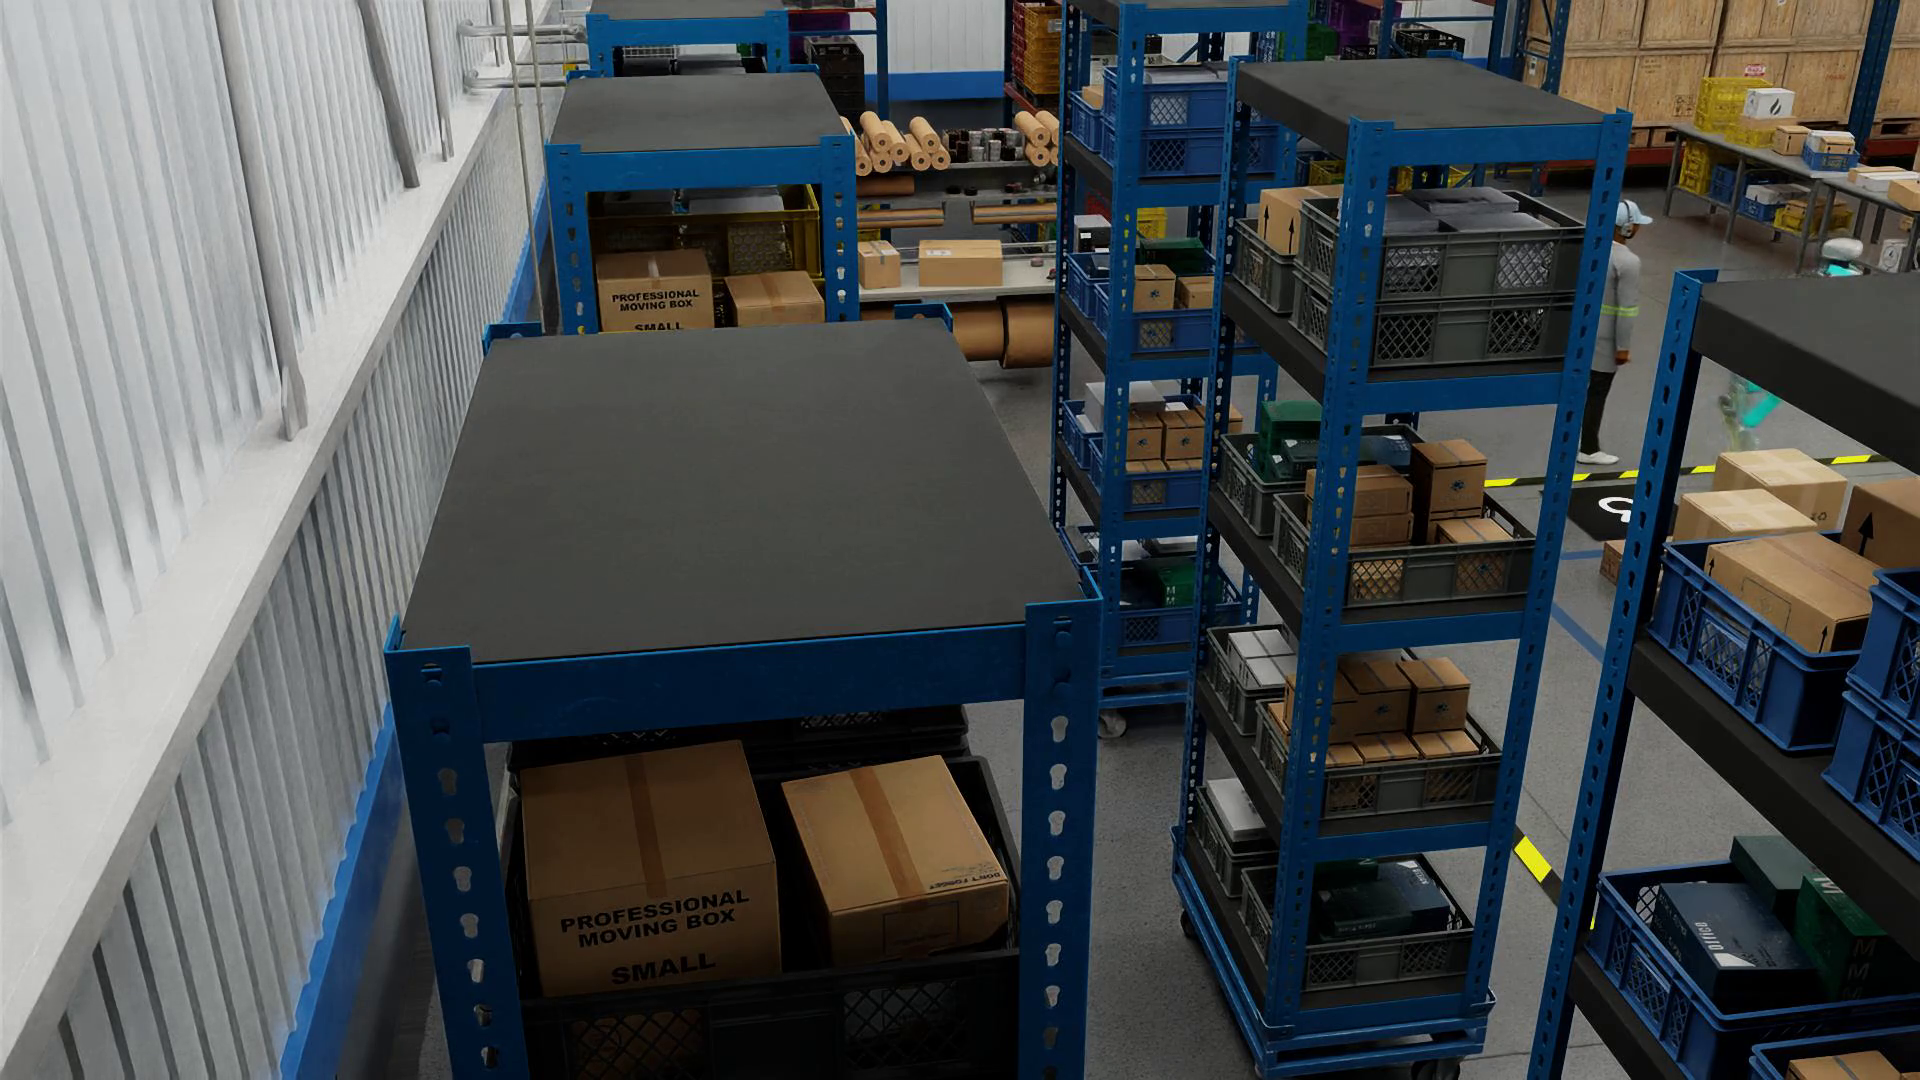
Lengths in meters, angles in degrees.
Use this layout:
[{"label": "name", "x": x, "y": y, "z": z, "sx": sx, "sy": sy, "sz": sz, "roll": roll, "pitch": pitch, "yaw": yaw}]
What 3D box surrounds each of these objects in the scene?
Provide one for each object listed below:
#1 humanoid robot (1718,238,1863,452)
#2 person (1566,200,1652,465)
[{"label": "humanoid robot", "x": 5.407, "y": -1.169, "z": 11.085, "sx": 0.821, "sy": 1.770, "sz": 0.557, "roll": 18, "pitch": 30, "yaw": 34}, {"label": "person", "x": 4.467, "y": -1.440, "z": 11.535, "sx": 0.401, "sy": 1.851, "sz": 0.589, "roll": -7, "pitch": 26, "yaw": -15}]
